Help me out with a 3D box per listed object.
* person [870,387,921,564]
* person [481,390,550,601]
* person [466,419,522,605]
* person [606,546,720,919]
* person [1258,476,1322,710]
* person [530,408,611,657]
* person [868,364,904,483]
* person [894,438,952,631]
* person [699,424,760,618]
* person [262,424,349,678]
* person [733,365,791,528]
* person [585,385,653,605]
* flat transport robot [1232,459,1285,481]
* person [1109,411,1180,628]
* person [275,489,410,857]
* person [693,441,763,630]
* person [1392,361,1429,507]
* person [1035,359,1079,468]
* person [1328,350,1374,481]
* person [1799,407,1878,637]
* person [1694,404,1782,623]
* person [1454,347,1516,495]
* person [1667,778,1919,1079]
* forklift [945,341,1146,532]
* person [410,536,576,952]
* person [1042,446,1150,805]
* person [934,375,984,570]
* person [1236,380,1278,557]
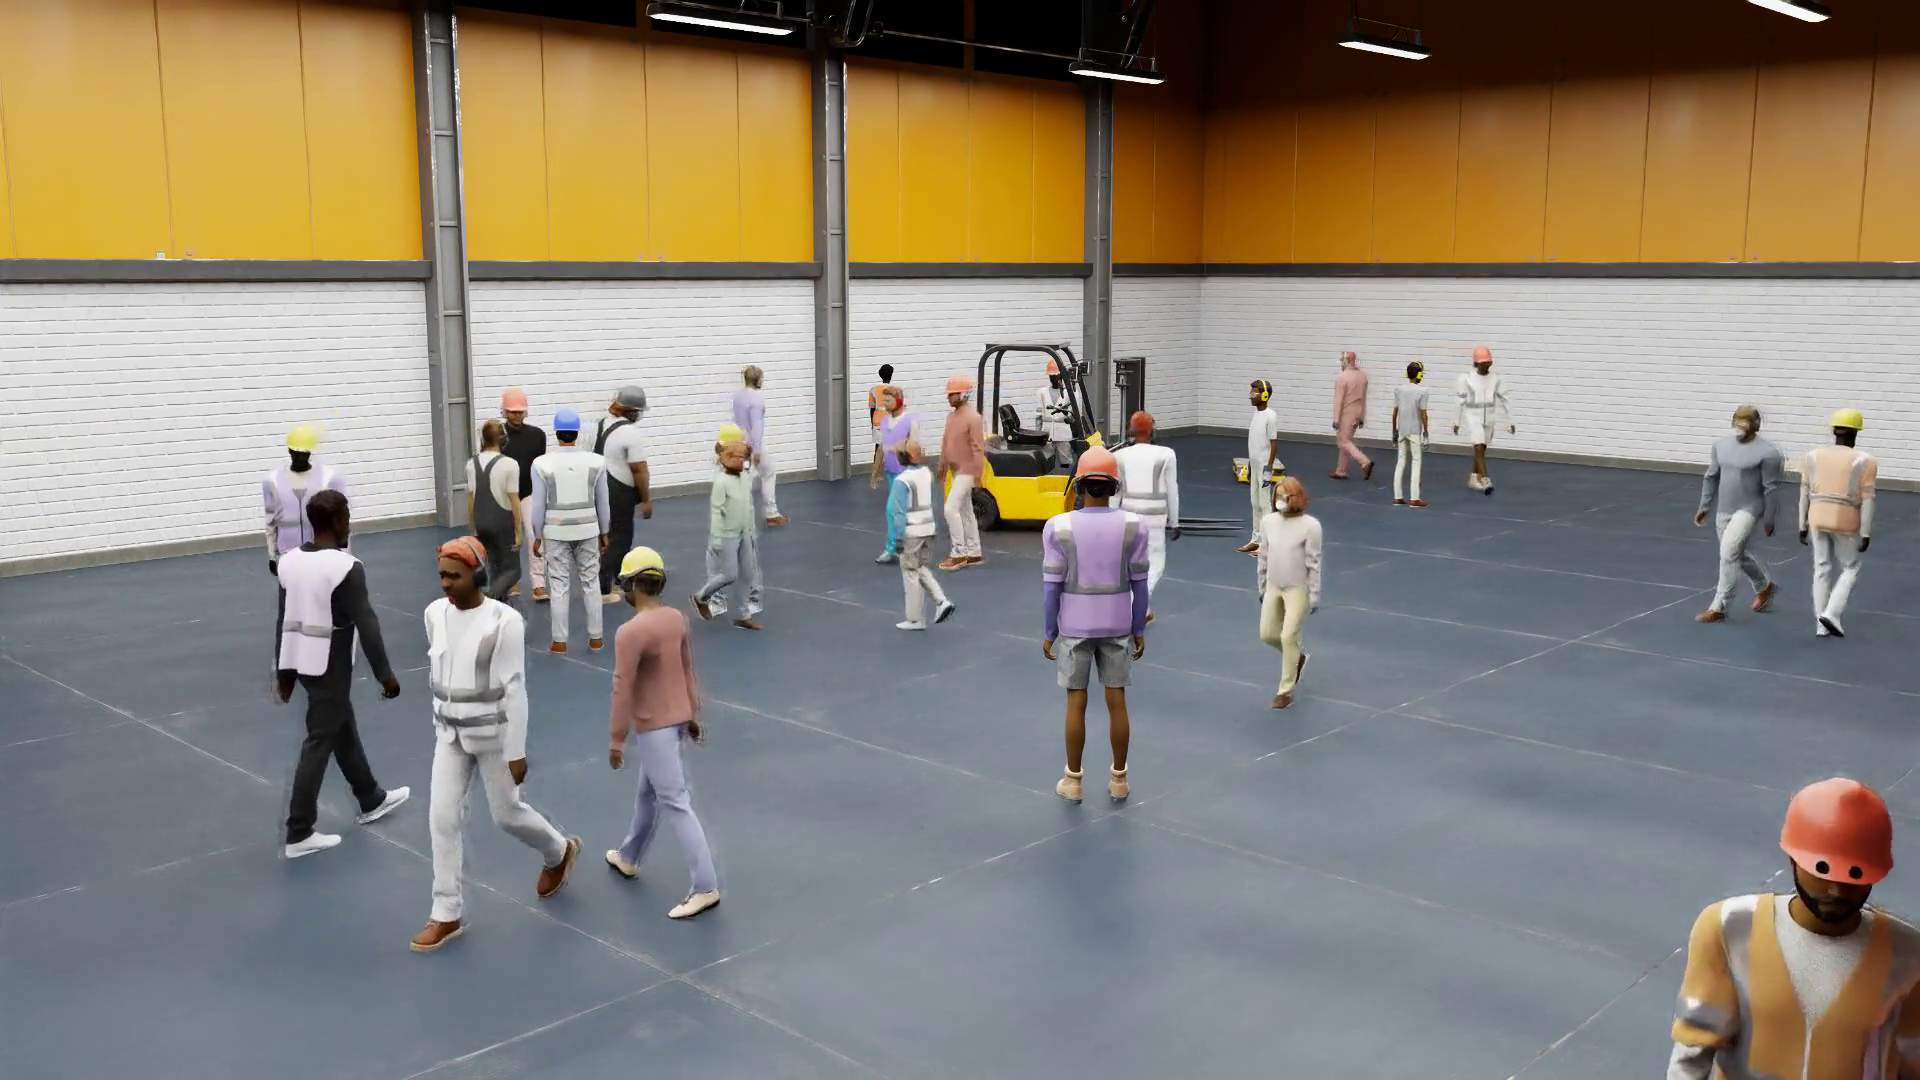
[{"bbox_3d":[-0.731,-0.662,17.142,0.753,1.817,0.610,-7,11,-36],"label":"person"},{"bbox_3d":[-4.054,-0.403,15.204,0.617,1.940,0.876,-4,10,-21],"label":"person"},{"bbox_3d":[-3.815,-0.077,13.563,0.516,1.820,0.604,4,10,24],"label":"person"},{"bbox_3d":[-1.476,0.894,7.982,0.844,1.700,0.584,3,10,19],"label":"person"},{"bbox_3d":[2.310,0.350,11.583,0.504,1.620,0.550,9,13,43],"label":"person"},{"bbox_3d":[-3.055,-0.057,13.058,0.618,1.945,0.394,-4,10,-23],"label":"person"},{"bbox_3d":[-1.037,-1.637,23.534,0.532,1.694,0.320,3,10,18],"label":"person"},{"bbox_3d":[-0.338,-0.041,13.901,0.413,1.625,0.554,6,11,32],"label":"person"},{"bbox_3d":[-1.994,-0.157,14.421,0.501,1.700,0.691,6,11,33],"label":"person"},{"bbox_3d":[-4.960,0.039,12.656,0.594,1.892,0.888,-2,10,-14],"label":"person"},{"bbox_3d":[-2.334,-1.083,19.449,0.830,1.909,0.657,-6,11,-35],"label":"person"},{"bbox_3d":[-3.066,-0.438,15.109,0.765,2.000,0.705,-8,12,-40],"label":"person"},{"bbox_3d":[4.330,-1.030,24.143,0.652,0.197,1.431,1,9,5],"label":"flat transport robot"},{"bbox_3d":[1.511,-0.146,13.871,0.583,1.862,0.743,4,10,24],"label":"person"},{"bbox_3d":[-3.250,0.670,8.803,0.602,1.877,0.933,7,12,36],"label":"person"},{"bbox_3d":[-1.958,-0.038,13.948,0.539,1.611,0.531,5,10,26],"label":"person"},{"bbox_3d":[5.762,-1.348,21.258,0.333,1.860,0.534,-8,12,-41],"label":"person"},{"bbox_3d":[1.190,-1.259,20.498,0.559,1.936,0.438,3,10,17],"label":"person"},{"bbox_3d":[5.600,-1.768,23.754,0.653,1.879,0.771,-9,13,-43],"label":"person"},{"bbox_3d":[7.192,-0.133,13.664,0.436,1.911,0.586,-9,13,-43],"label":"person"},{"bbox_3d":[6.799,-0.241,14.361,0.965,1.901,0.644,-4,10,-23],"label":"person"},{"bbox_3d":[7.105,-1.605,22.446,0.748,1.972,1.050,0,9,-1],"label":"person"},{"bbox_3d":[1.956,1.468,3.898,0.562,1.874,1.029,5,10,28],"label":"person"},{"bbox_3d":[0.977,-1.223,19.452,2.313,2.155,1.214,2,9,11],"label":"forklift"},{"bbox_3d":[-2.162,0.879,7.649,0.582,1.853,0.896,5,10,26],"label":"person"},{"bbox_3d":[0.761,0.486,9.438,0.607,2.044,0.378,-1,9,-5],"label":"person"},{"bbox_3d":[-0.043,-0.680,16.822,0.705,1.971,0.632,-3,10,-20],"label":"person"},{"bbox_3d":[3.170,-0.755,17.610,0.328,1.861,0.515,-3,10,-15],"label":"person"}]
